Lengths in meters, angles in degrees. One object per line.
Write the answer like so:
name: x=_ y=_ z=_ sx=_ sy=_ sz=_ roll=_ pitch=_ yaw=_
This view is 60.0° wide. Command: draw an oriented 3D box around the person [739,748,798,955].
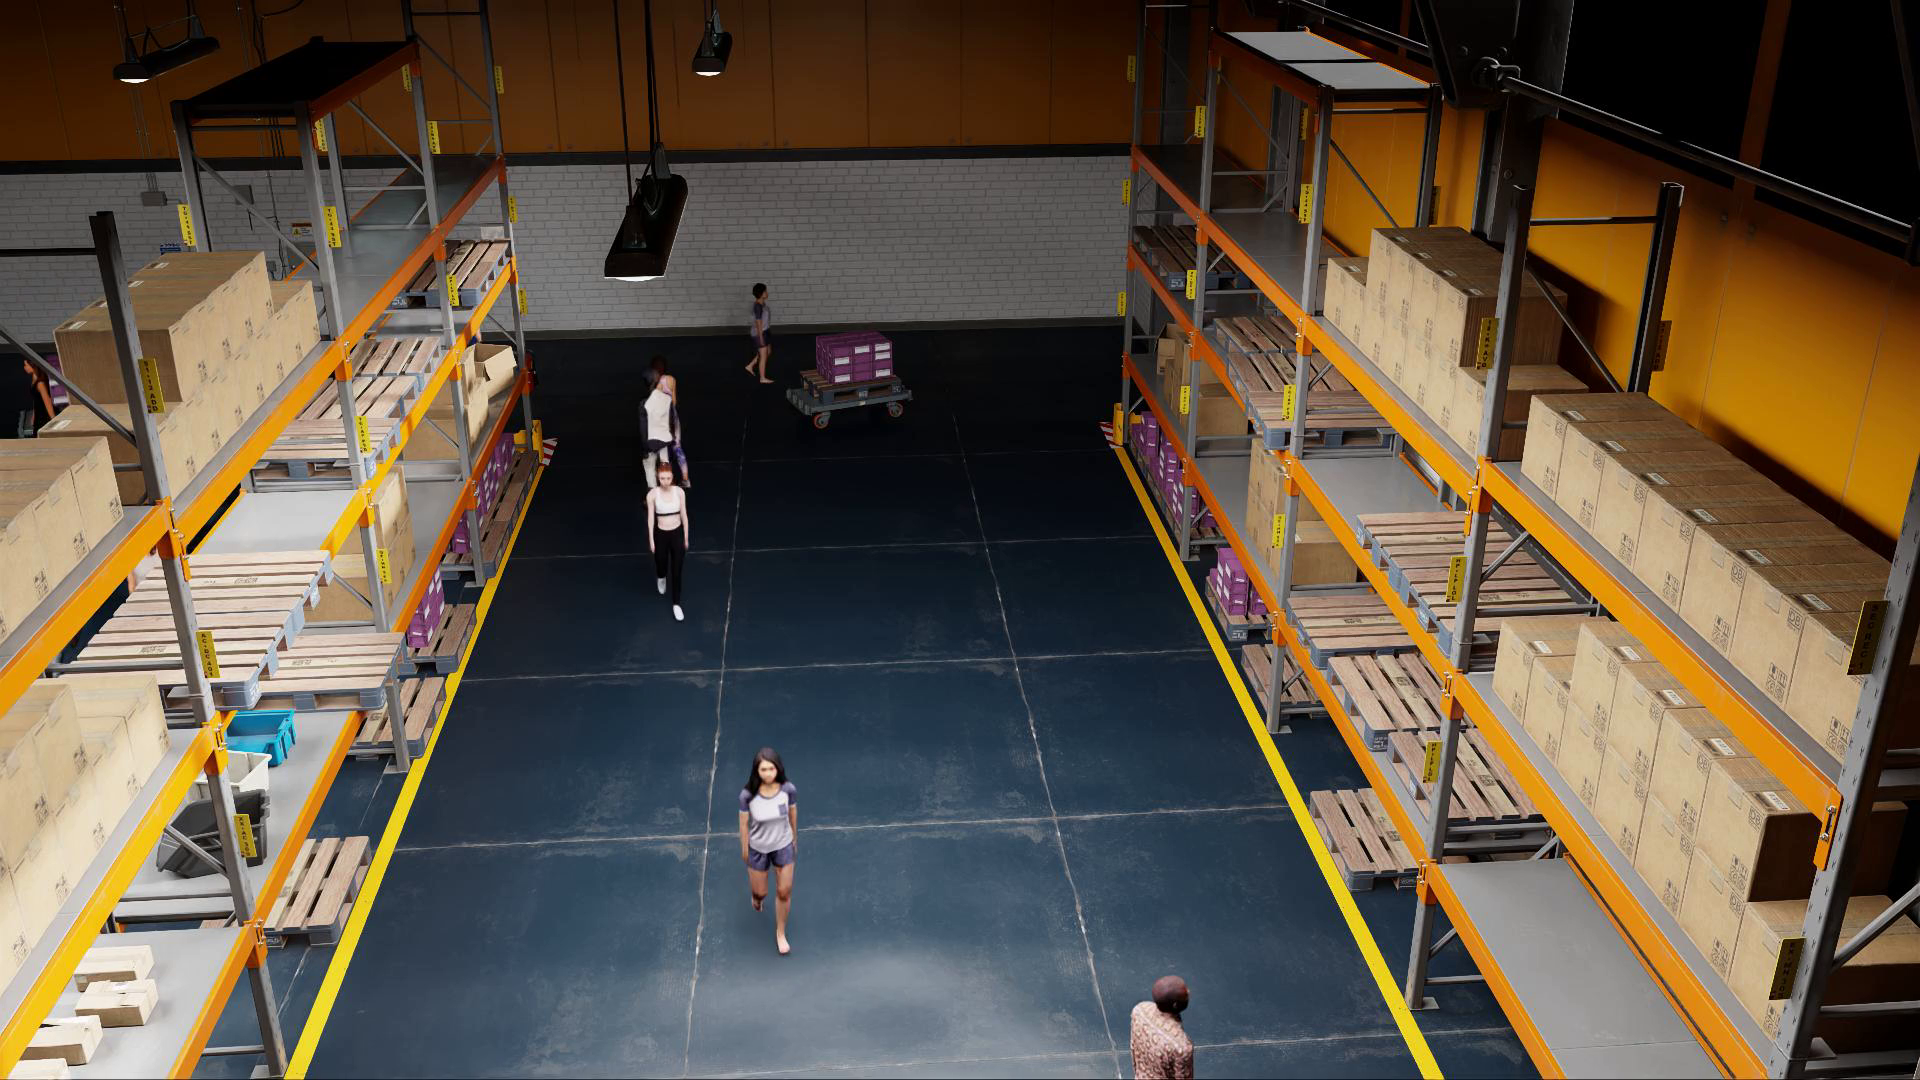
person: x=-1.444 y=2.292 z=12.655 sx=0.709 sy=1.692 sz=0.904 roll=-7 pitch=25 yaw=-16

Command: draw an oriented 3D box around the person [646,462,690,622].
person: x=-3.148 y=-0.027 z=17.916 sx=0.744 sy=1.728 sz=1.002 roll=-9 pitch=25 yaw=-19

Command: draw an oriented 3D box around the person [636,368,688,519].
person: x=-3.646 y=-1.136 z=20.289 sx=1.092 sy=1.858 sz=1.274 roll=-17 pitch=29 yaw=-33

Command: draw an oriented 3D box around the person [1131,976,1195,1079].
person: x=1.209 y=3.382 z=10.016 sx=0.830 sy=1.808 sz=0.706 roll=-15 pitch=28 yaw=-31

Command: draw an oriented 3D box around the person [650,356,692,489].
person: x=-3.705 y=-1.467 z=21.219 sx=1.035 sy=1.721 sz=1.253 roll=-18 pitch=29 yaw=-35

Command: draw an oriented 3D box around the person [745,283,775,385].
person: x=-3.090 y=-3.141 z=25.258 sx=0.658 sy=1.551 sz=0.626 roll=0 pitch=24 yaw=0

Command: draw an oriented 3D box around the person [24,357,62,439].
person: x=-11.480 y=-1.488 z=21.178 sx=0.959 sy=1.792 sz=1.144 roll=-13 pitch=27 yaw=-28
